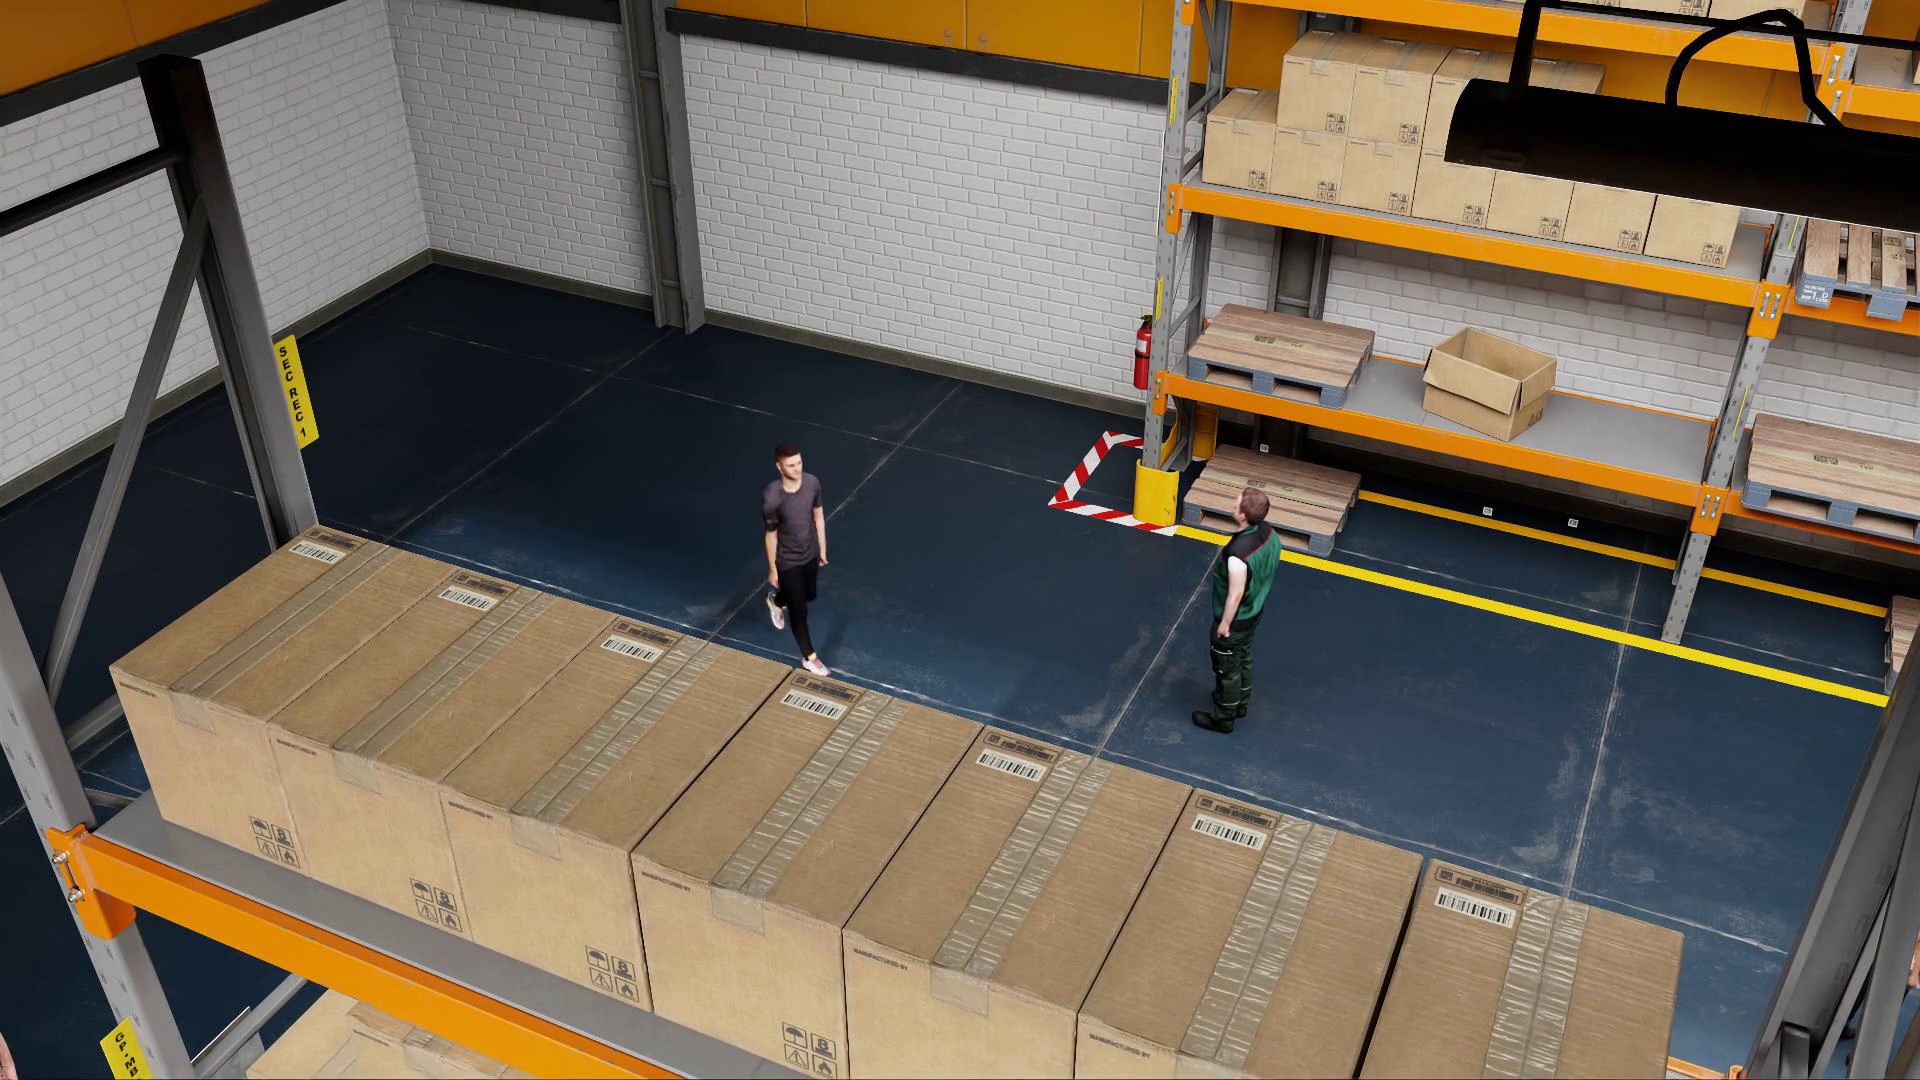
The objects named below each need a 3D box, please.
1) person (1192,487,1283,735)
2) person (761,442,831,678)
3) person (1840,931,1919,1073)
[{"bbox_3d":[1.794,0.446,10.763,0.641,1.843,0.681,21,39,28],"label":"person"},{"bbox_3d":[-1.170,0.085,11.395,0.907,1.745,1.141,-26,42,-33],"label":"person"},{"bbox_3d":[4.787,2.087,8.524,0.649,1.589,0.656,-3,34,-4],"label":"person"}]
